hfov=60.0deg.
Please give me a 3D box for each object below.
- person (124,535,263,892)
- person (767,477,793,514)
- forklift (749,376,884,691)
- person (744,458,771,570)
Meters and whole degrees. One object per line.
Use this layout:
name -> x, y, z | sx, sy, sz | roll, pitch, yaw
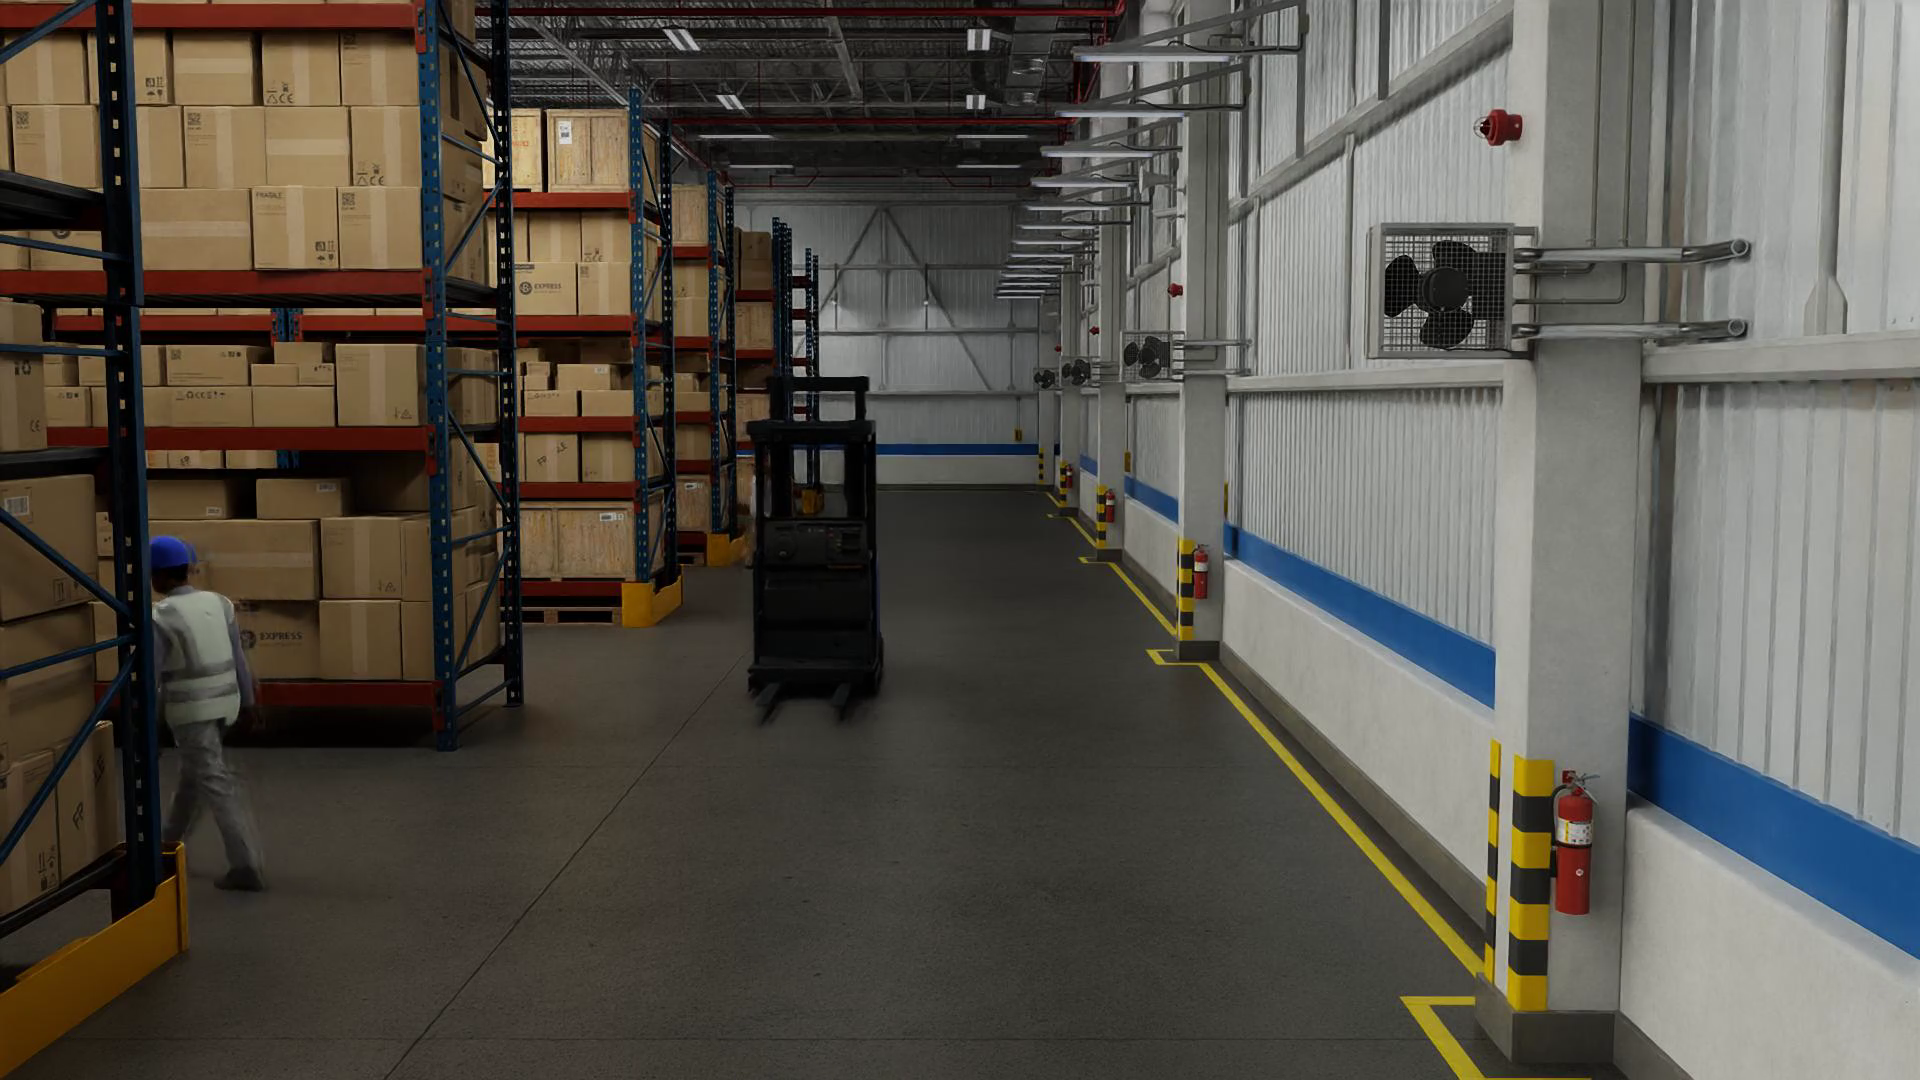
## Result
person -> -4.164, 0.923, 8.864 | 1.046, 1.883, 0.637 | 1, 5, 15
person -> -2.928, -0.417, 26.097 | 0.531, 1.610, 0.729 | 1, 5, 10
forklift -> -1.297, -0.126, 15.389 | 1.129, 2.768, 1.873 | 0, 5, 0
person -> -2.921, -0.393, 25.271 | 0.815, 1.701, 0.557 | -3, 6, -29
